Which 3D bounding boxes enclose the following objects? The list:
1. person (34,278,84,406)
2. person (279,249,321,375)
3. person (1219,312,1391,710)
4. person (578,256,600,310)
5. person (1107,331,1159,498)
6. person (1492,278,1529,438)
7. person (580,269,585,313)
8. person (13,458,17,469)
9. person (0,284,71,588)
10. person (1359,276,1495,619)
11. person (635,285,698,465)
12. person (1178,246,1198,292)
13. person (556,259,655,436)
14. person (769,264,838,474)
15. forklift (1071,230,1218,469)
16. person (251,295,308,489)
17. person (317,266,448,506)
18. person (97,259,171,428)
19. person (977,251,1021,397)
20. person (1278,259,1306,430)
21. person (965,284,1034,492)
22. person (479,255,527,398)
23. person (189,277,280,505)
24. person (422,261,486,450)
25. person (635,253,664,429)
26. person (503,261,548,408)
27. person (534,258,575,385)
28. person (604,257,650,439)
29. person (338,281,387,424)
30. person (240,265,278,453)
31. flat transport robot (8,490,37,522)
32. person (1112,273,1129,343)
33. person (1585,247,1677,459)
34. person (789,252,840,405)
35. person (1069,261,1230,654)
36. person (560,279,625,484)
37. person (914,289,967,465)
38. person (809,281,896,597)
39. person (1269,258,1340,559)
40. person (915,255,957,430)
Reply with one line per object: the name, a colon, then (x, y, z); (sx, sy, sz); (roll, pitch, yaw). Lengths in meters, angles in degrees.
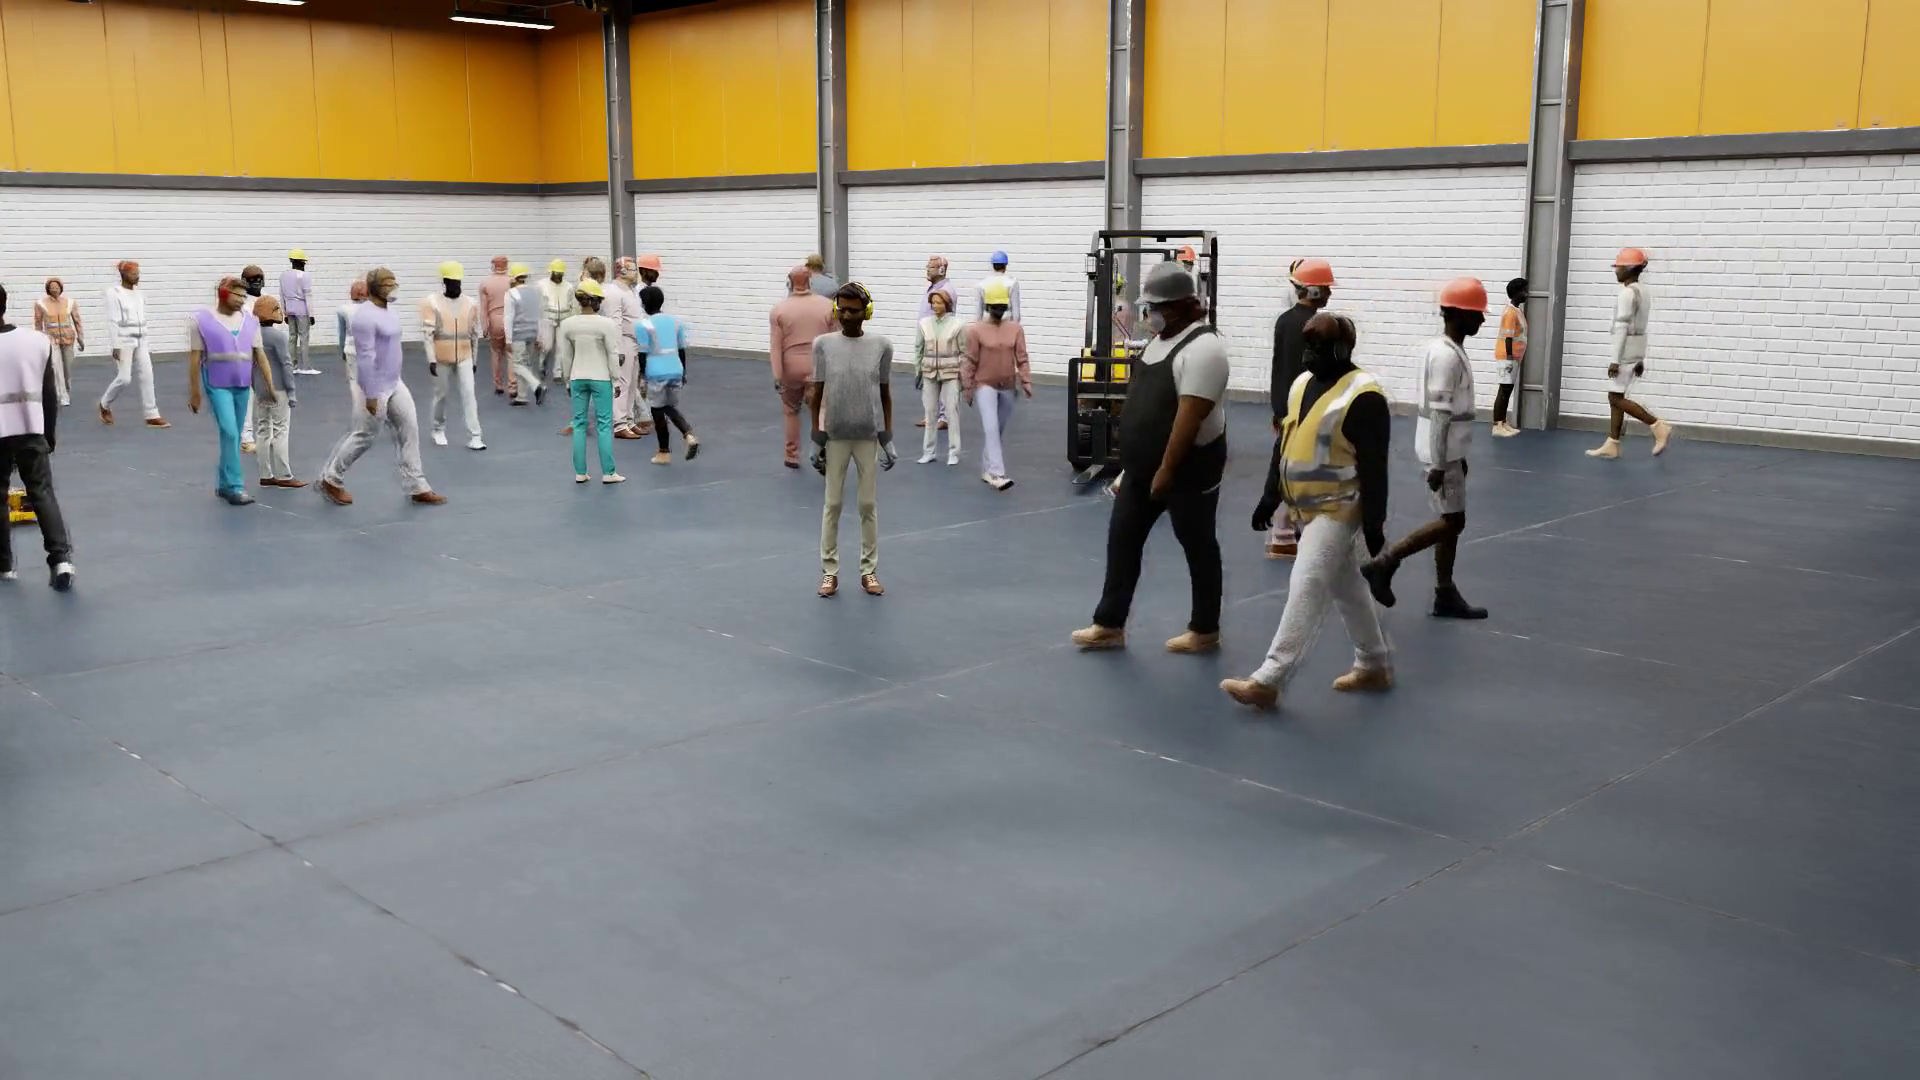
person: (-11.427, -2.526, 21.105); (0.524, 1.606, 0.829); (-8, 13, -37)
person: (-10.132, -3.490, 25.494); (0.591, 1.921, 0.382); (5, 11, 24)
person: (1.631, -0.134, 7.575); (0.972, 1.794, 0.627); (-3, 11, -15)
person: (-5.961, -3.686, 26.910); (0.931, 1.807, 0.630); (1, 10, 7)
person: (1.540, -0.994, 12.776); (0.830, 1.600, 0.502); (3, 11, 16)
person: (5.842, -1.933, 17.645); (0.323, 1.689, 0.530); (5, 11, 24)
person: (-5.739, -3.396, 25.774); (0.282, 1.633, 0.501); (-3, 11, -15)
person: (-8.881, -1.570, 14.993); (0.916, 1.922, 0.617); (6, 12, 30)
person: (-5.757, -0.642, 10.111); (0.993, 1.878, 0.604); (10, 14, 44)
person: (2.625, -0.500, 9.235); (0.616, 1.915, 0.545); (3, 11, 16)
person: (-2.737, -1.515, 15.392); (0.441, 1.680, 0.535); (8, 13, 37)
person: (2.774, -2.656, 20.749); (0.379, 1.996, 0.609); (7, 12, 33)
person: (-3.776, -2.049, 17.769); (1.045, 1.882, 0.626); (-2, 11, -8)
person: (-1.394, -1.540, 15.004); (0.642, 1.875, 0.852); (-2, 11, -13)
forklift: (1.804, -1.825, 15.677); (1.214, 2.155, 2.313); (2, 11, 13)
person: (-5.796, -1.247, 14.048); (0.505, 1.635, 0.277); (6, 12, 29)
person: (-4.613, -1.197, 13.077); (0.981, 1.905, 0.644); (1, 10, 6)
person: (-9.208, -2.163, 18.406); (0.743, 1.866, 0.616); (3, 11, 17)
person: (0.549, -2.807, 21.768); (0.650, 1.916, 0.775); (5, 11, 25)
person: (3.695, -2.126, 18.193); (0.329, 1.876, 0.515); (9, 14, 40)
person: (0.335, -1.269, 13.943); (0.527, 1.721, 0.903); (-5, 11, -24)
person: (-6.041, -2.843, 22.127); (0.651, 1.863, 0.961); (-3, 11, -14)
person: (-5.782, -1.187, 13.278); (0.859, 1.795, 0.575); (6, 12, 32)
person: (-5.110, -1.857, 16.734); (0.591, 1.881, 0.999); (-7, 12, -33)
person: (-3.456, -2.205, 18.469); (0.384, 1.930, 0.547); (-3, 11, -14)
person: (-5.345, -2.507, 20.445); (0.656, 1.816, 0.600); (5, 12, 27)
person: (-5.818, -3.130, 23.850); (0.614, 1.805, 0.524); (-7, 12, -32)
person: (-3.501, -2.024, 17.549); (0.408, 1.905, 0.654); (1, 10, 5)
person: (-6.698, -2.086, 18.671); (0.521, 1.612, 0.657); (-1, 10, -8)
person: (-6.948, -1.789, 16.452); (0.429, 1.839, 0.629); (4, 11, 23)
flat transport robot: (-7.567, -0.276, 12.475); (1.431, 0.197, 0.652); (6, 12, 28)
person: (1.713, -1.999, 17.879); (0.745, 1.744, 0.532); (7, 13, 34)
person: (6.370, -1.739, 15.662); (0.742, 2.028, 0.610); (7, 12, 33)
person: (-1.796, -2.586, 20.563); (0.650, 1.923, 0.493); (-2, 11, -10)
person: (0.976, -0.407, 8.366); (0.881, 2.000, 0.682); (-5, 12, -26)
person: (-3.163, -1.358, 14.321); (0.522, 1.761, 0.327); (2, 11, 13)
person: (-0.176, -1.513, 15.492); (0.522, 1.638, 0.310); (4, 11, 19)
person: (-0.636, -0.590, 9.847); (0.518, 1.865, 0.327); (-1, 10, -8)
person: (2.297, -0.848, 10.930); (0.571, 1.974, 0.662); (-2, 11, -10)
person: (-0.268, -2.174, 18.350); (0.411, 1.913, 0.643); (-4, 11, -20)
